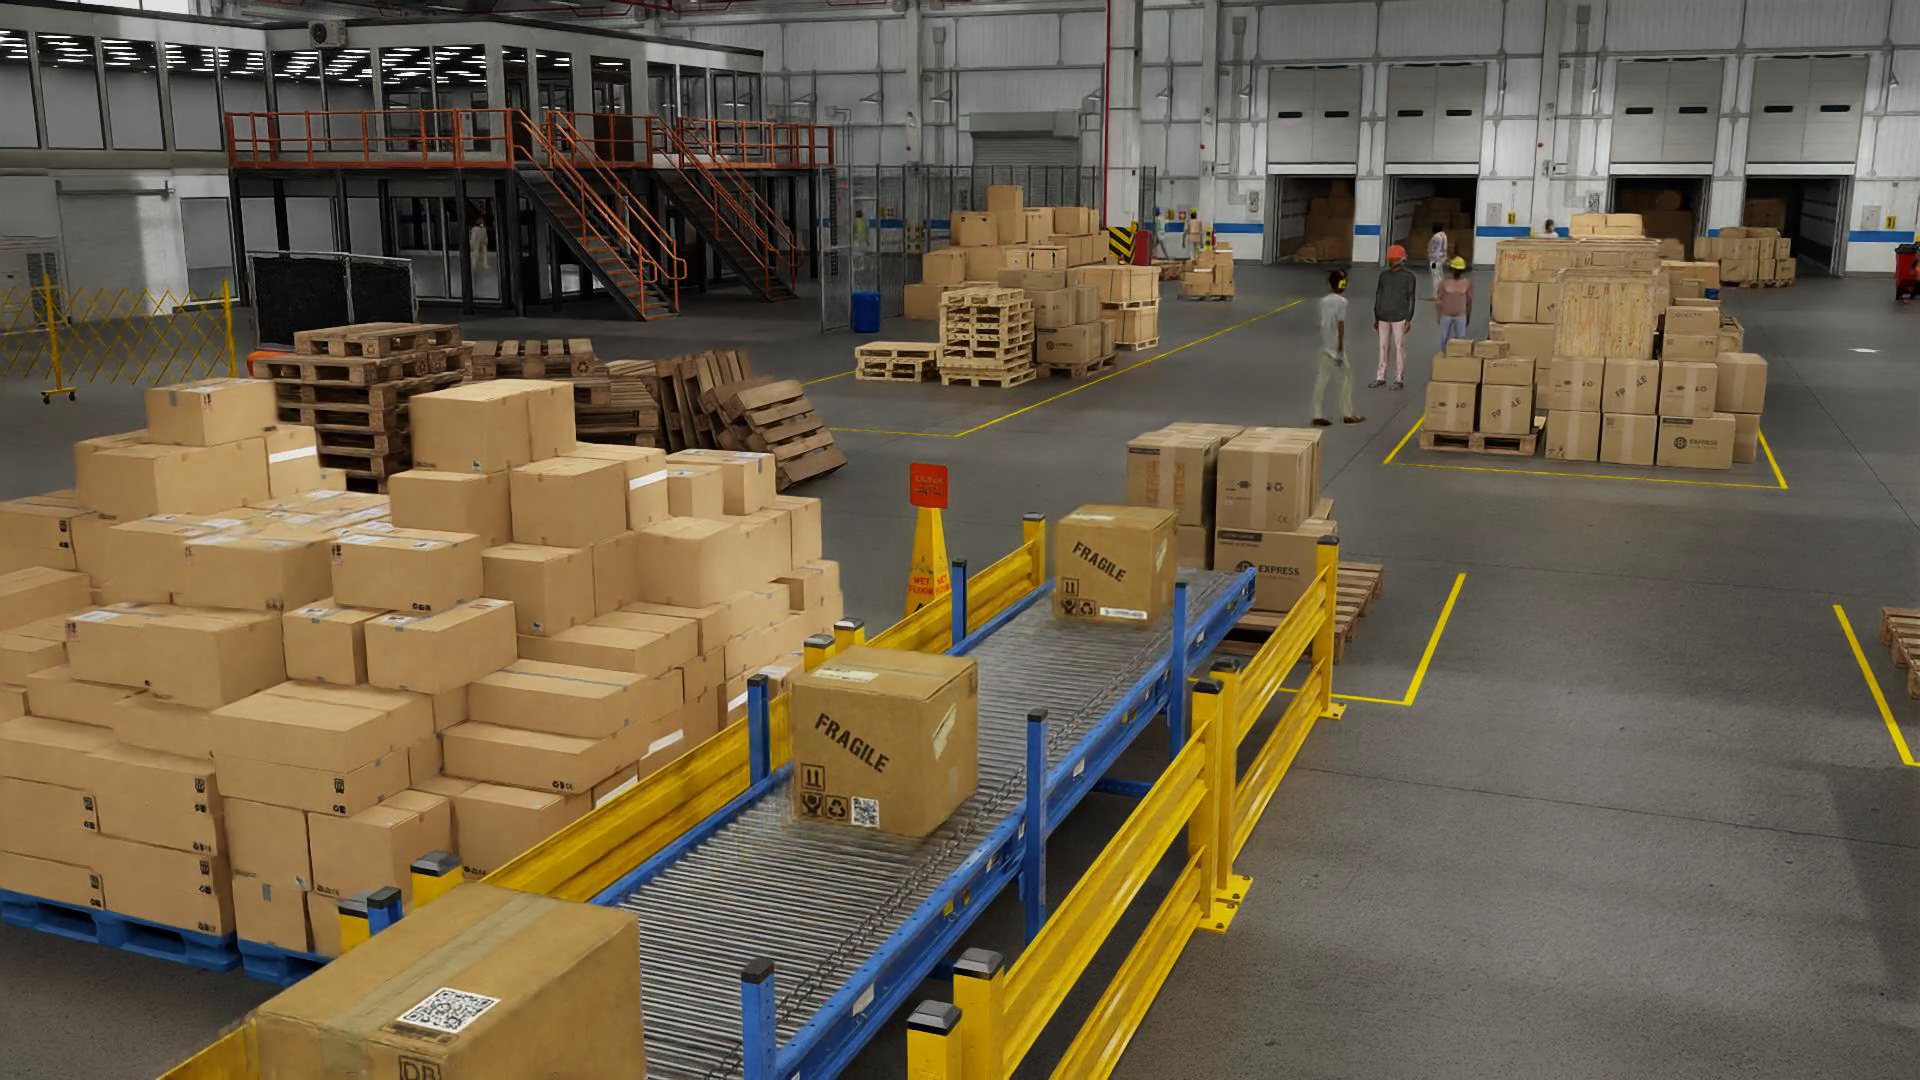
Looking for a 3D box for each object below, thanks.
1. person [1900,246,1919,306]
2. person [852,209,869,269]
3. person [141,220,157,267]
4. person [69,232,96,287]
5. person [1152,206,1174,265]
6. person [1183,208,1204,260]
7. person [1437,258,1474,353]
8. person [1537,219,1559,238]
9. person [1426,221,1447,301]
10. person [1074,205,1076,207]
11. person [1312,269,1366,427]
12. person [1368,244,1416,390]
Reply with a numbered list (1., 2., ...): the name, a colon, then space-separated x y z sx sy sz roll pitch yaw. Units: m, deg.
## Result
1. person: 21.314 -5.991 36.844 0.544 1.647 0.861 -6 14 -24
2. person: -3.050 -9.062 50.221 0.646 1.825 0.560 -5 14 -23
3. person: -20.655 -7.323 42.341 0.652 1.844 0.536 -1 13 -7
4. person: -22.162 -7.266 42.007 0.635 1.885 0.453 -3 13 -12
5. person: 6.249 -9.456 51.877 1.027 1.887 0.623 10 16 38
6. person: 6.888 -8.832 49.033 0.593 1.904 0.812 -1 13 -6
7. person: 7.295 -3.284 24.550 0.519 1.725 0.869 3 13 13
8. person: 13.385 -6.397 38.079 0.631 1.915 0.884 -7 14 -29
9. person: 11.021 -6.450 38.471 0.429 1.839 0.634 7 14 29
10. person: 3.619 -9.443 51.717 0.402 1.918 0.561 -3 13 -12
11. person: 4.498 -2.254 19.623 0.827 1.842 0.525 -6 14 -25
12. person: 5.976 -3.071 22.960 0.374 1.997 0.609 -11 17 -41
